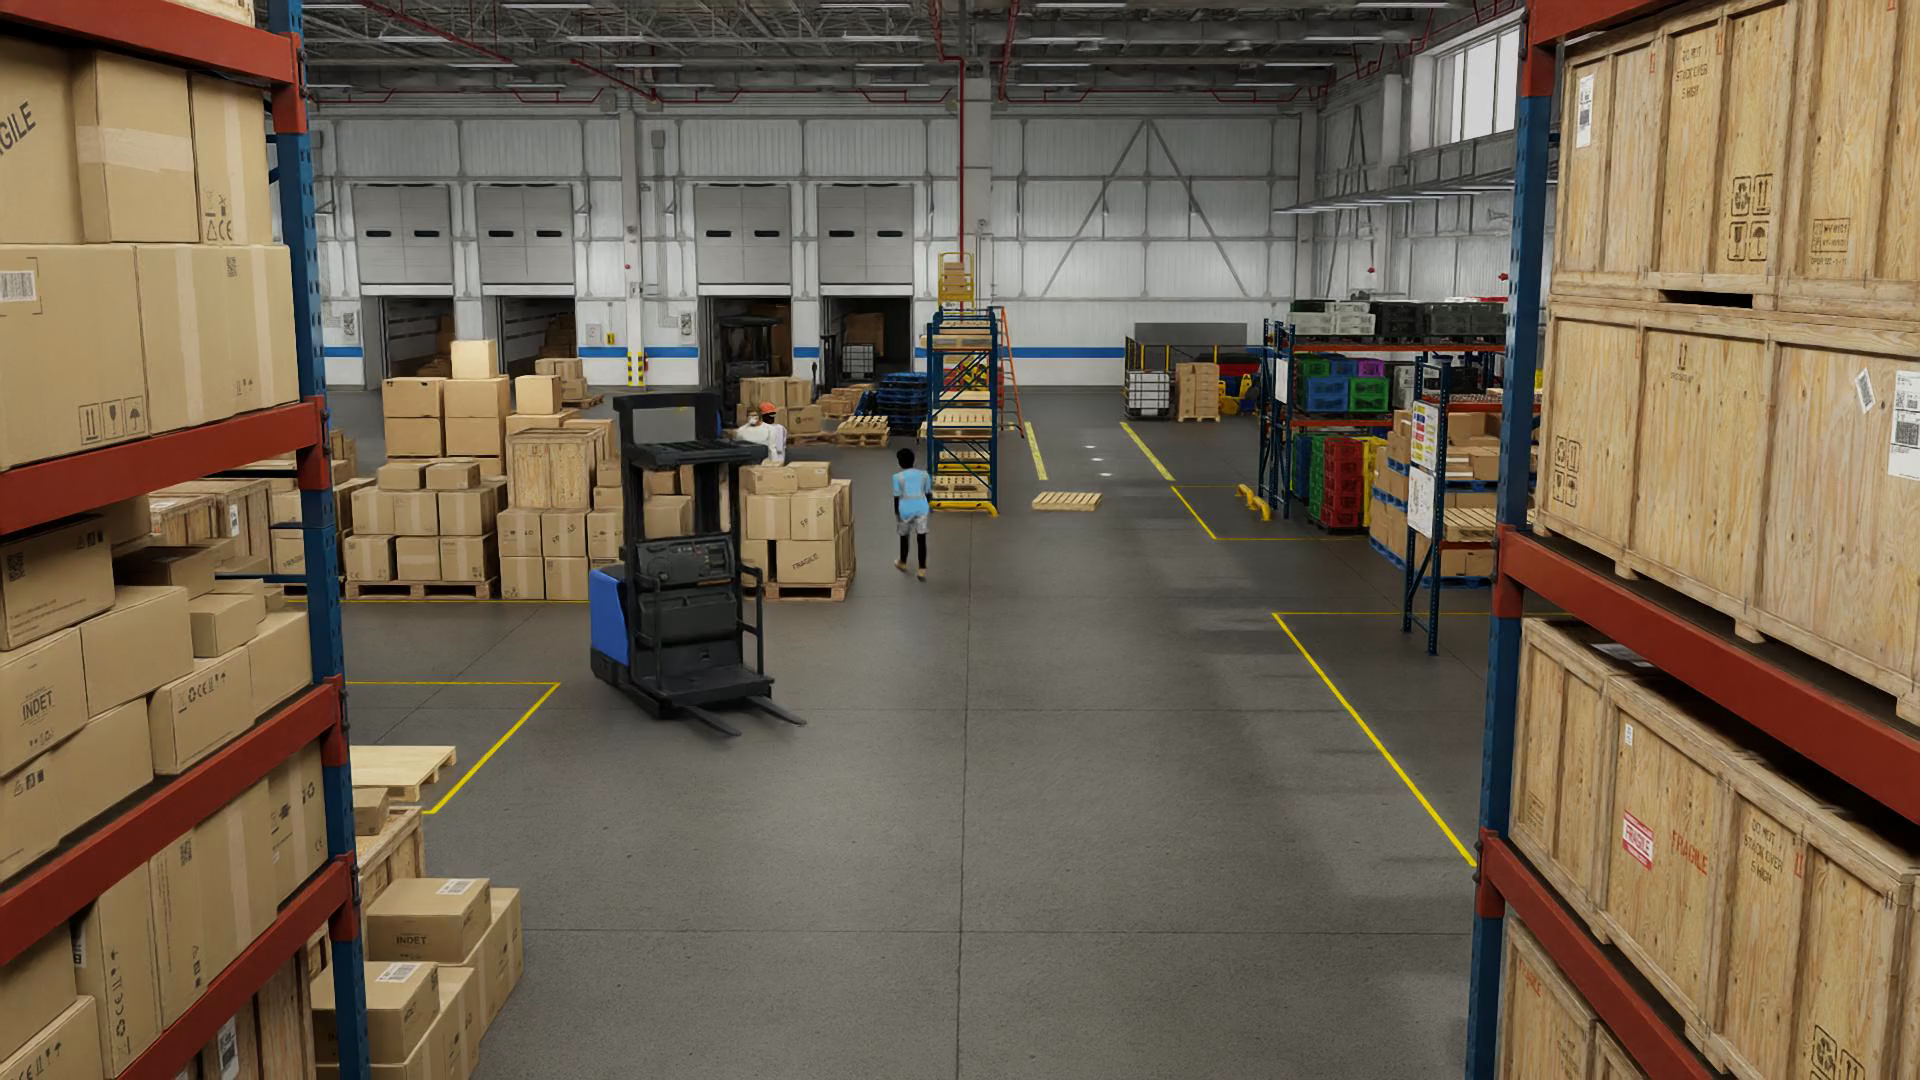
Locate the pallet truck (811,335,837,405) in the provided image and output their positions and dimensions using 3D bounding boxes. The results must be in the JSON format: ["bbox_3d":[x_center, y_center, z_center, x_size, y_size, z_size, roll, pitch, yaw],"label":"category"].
[{"bbox_3d":[-3.021,-4.312,43.126,1.885,1.965,0.823,3,10,17],"label":"pallet truck"}]

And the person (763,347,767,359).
[{"bbox_3d":[-5.083,-4.128,42.923,0.316,1.700,0.540,-3,10,-16],"label":"person"}]

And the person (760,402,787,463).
[{"bbox_3d":[-2.810,-1.075,24.644,0.366,1.930,0.542,7,12,35],"label":"person"}]

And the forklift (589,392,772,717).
[{"bbox_3d":[-2.706,0.026,15.554,1.129,2.768,1.873,-6,12,-32],"label":"forklift"}]

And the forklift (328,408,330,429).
[{"bbox_3d":[-13.015,-2.830,32.031,1.129,2.768,1.873,0,10,1],"label":"forklift"}]

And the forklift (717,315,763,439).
[{"bbox_3d":[-4.554,-3.289,34.675,1.129,2.768,1.873,-5,11,-27],"label":"forklift"}]

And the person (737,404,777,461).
[{"bbox_3d":[-2.972,-1.029,24.403,0.628,1.929,0.363,3,10,17],"label":"person"}]

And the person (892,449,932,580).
[{"bbox_3d":[-0.615,-0.345,21.202,0.548,1.642,0.846,-3,10,-15],"label":"person"}]
